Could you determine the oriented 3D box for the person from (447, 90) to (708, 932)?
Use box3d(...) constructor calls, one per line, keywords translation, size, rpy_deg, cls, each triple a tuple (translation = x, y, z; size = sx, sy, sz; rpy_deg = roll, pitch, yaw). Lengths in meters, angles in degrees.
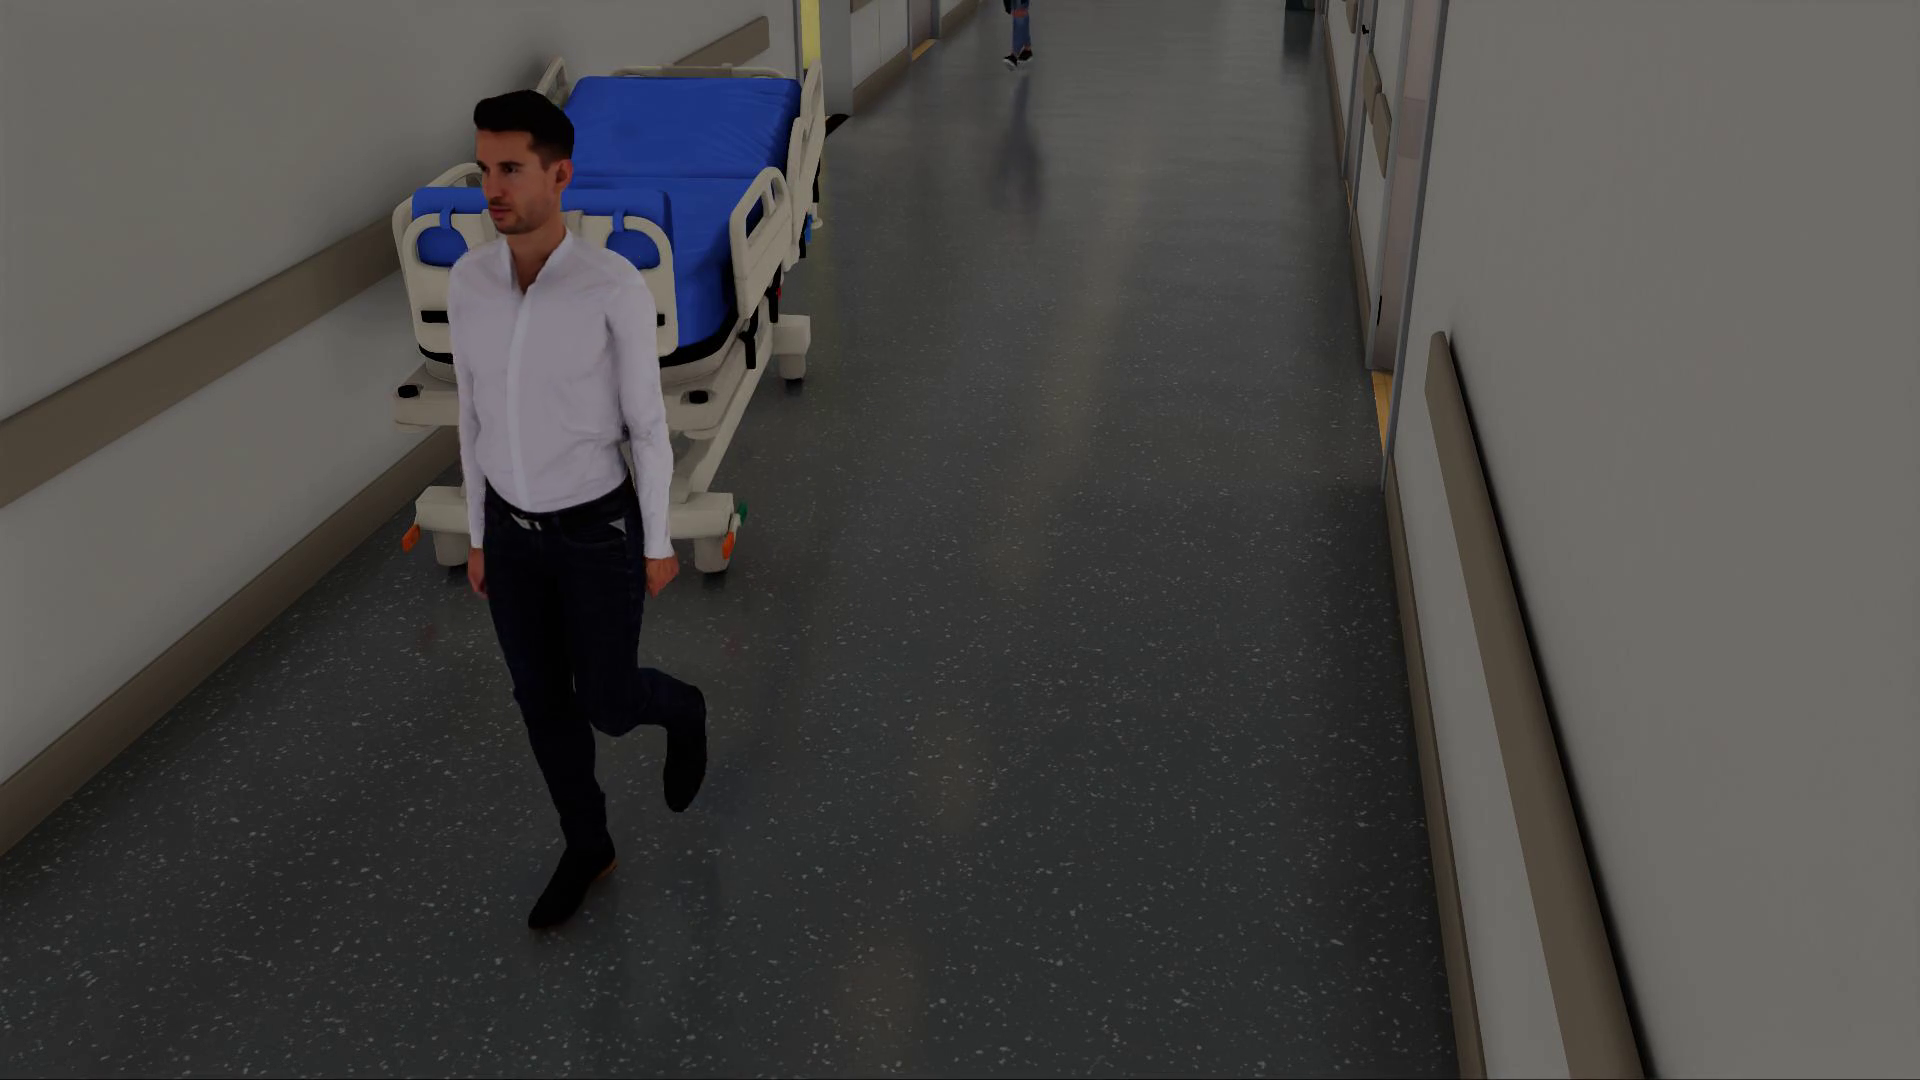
box3d(translation=(-0.830, -0.060, 3.698), size=(0.893, 1.848, 0.773), rpy_deg=(9, 27, 18), cls="person")
